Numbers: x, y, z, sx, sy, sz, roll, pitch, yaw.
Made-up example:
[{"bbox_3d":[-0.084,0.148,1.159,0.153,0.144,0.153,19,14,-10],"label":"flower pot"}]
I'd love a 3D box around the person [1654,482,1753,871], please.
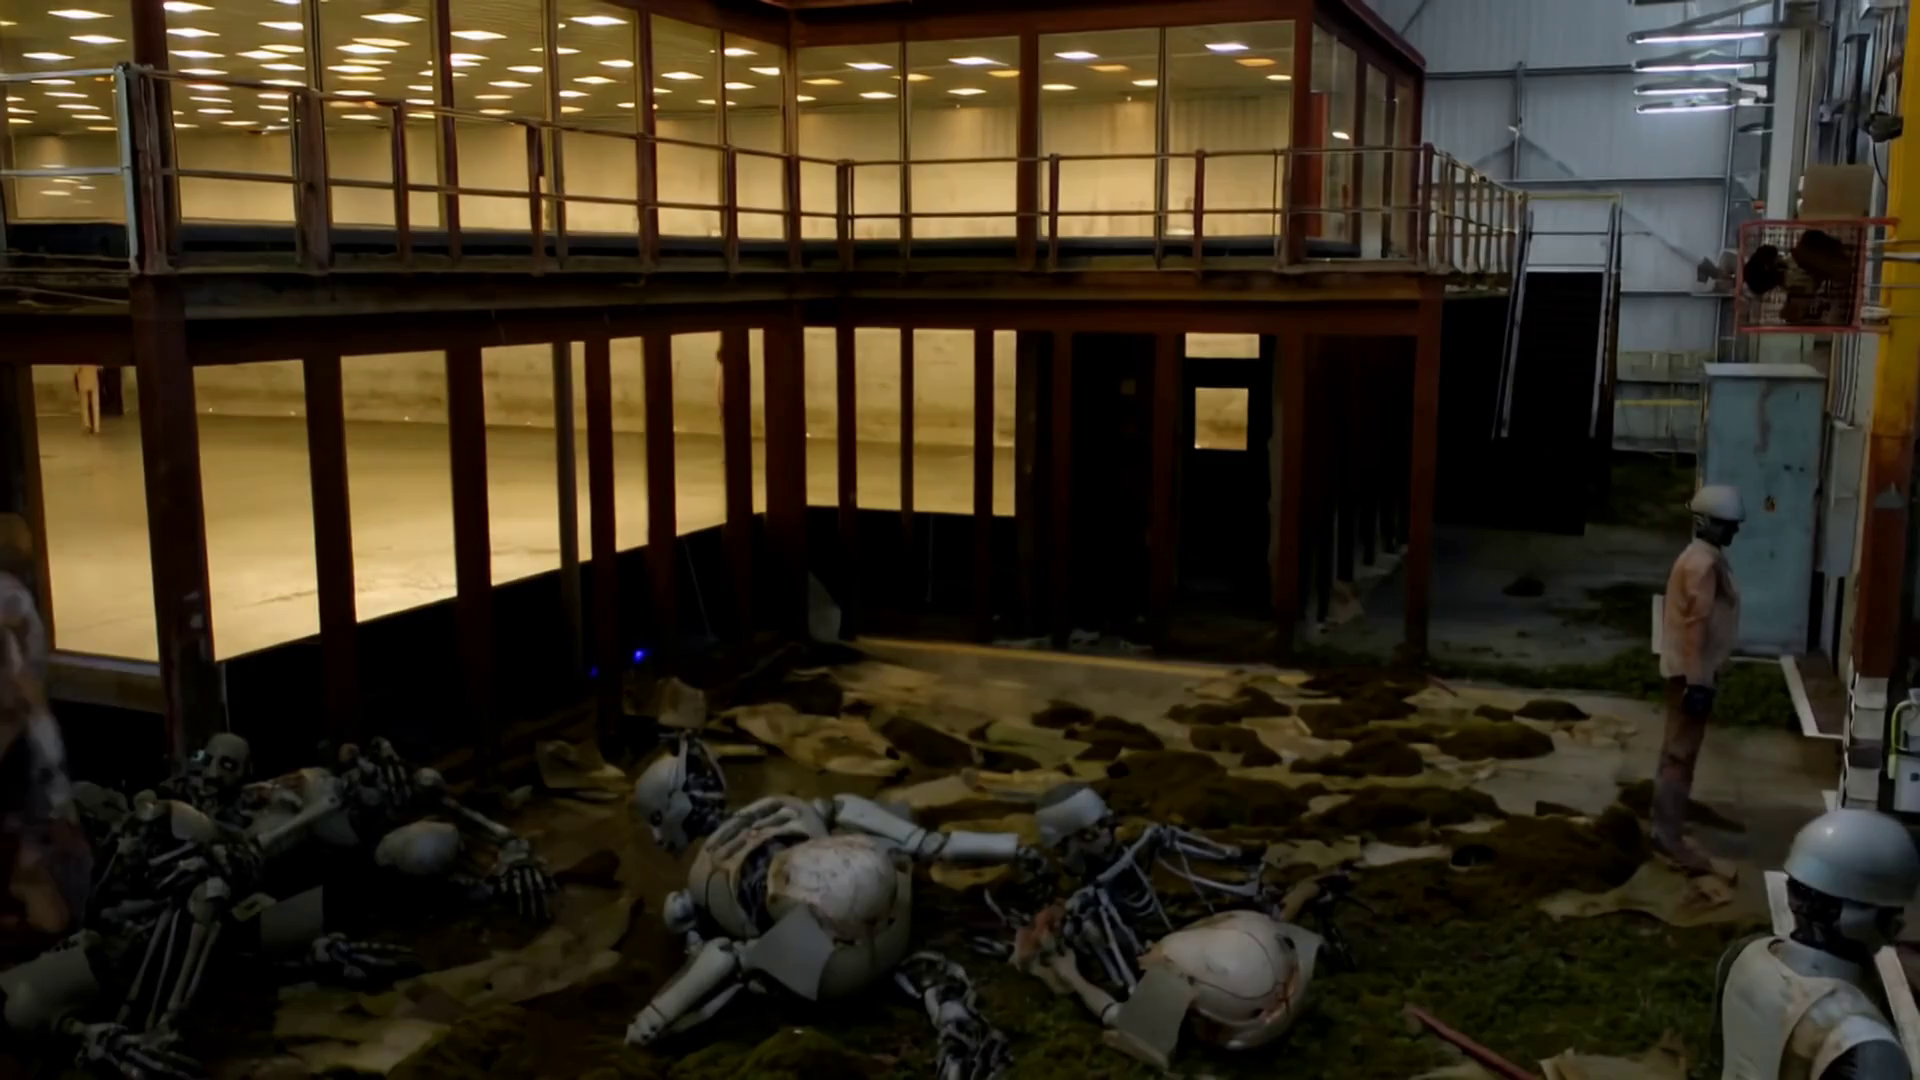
[{"bbox_3d":[3.820,0.686,8.588,0.391,1.987,0.608,5,11,29],"label":"person"}]

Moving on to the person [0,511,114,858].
[{"bbox_3d":[-4.872,0.752,8.708,0.823,1.810,0.638,-5,10,-28],"label":"person"}]

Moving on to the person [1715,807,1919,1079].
[{"bbox_3d":[1.822,1.519,3.580,0.391,1.944,0.603,0,9,-1],"label":"person"}]
